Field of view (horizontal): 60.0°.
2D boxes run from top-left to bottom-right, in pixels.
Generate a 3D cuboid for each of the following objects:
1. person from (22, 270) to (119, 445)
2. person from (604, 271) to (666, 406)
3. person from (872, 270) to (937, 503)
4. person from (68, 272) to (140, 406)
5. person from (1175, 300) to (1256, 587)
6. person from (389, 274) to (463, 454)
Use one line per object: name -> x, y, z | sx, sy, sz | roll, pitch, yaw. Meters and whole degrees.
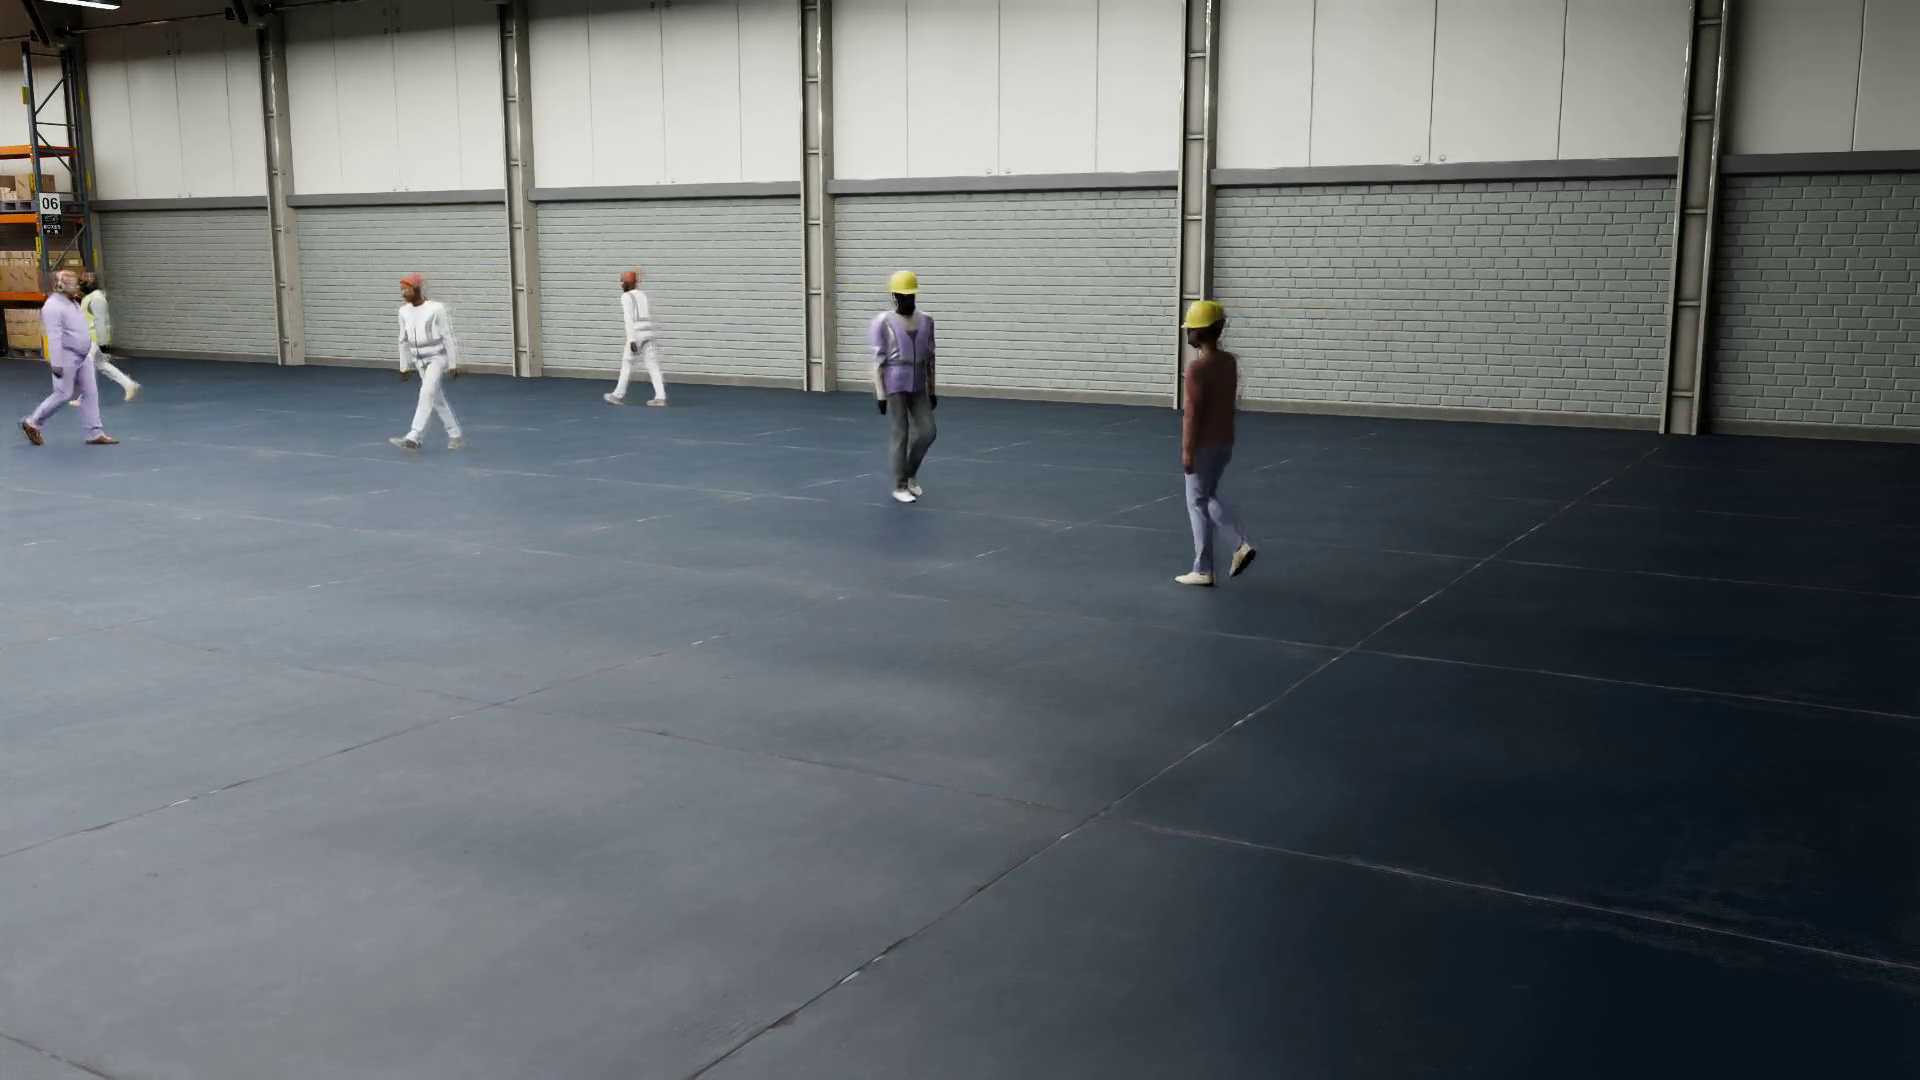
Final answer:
person -> -9.561, -1.932, 17.742 | 0.850, 1.881, 0.652 | 0, 10, -3
person -> -4.397, -2.727, 22.575 | 0.949, 1.816, 0.601 | 5, 11, 26
person -> -0.427, -1.254, 13.671 | 0.612, 1.903, 0.427 | -6, 12, -33
person -> -11.736, -2.745, 22.690 | 0.834, 1.812, 0.624 | -5, 11, -28
person -> 1.527, -0.577, 10.139 | 0.418, 1.750, 0.550 | 8, 13, 39
person -> -5.513, -1.814, 17.157 | 0.594, 1.829, 0.958 | 5, 11, 26
